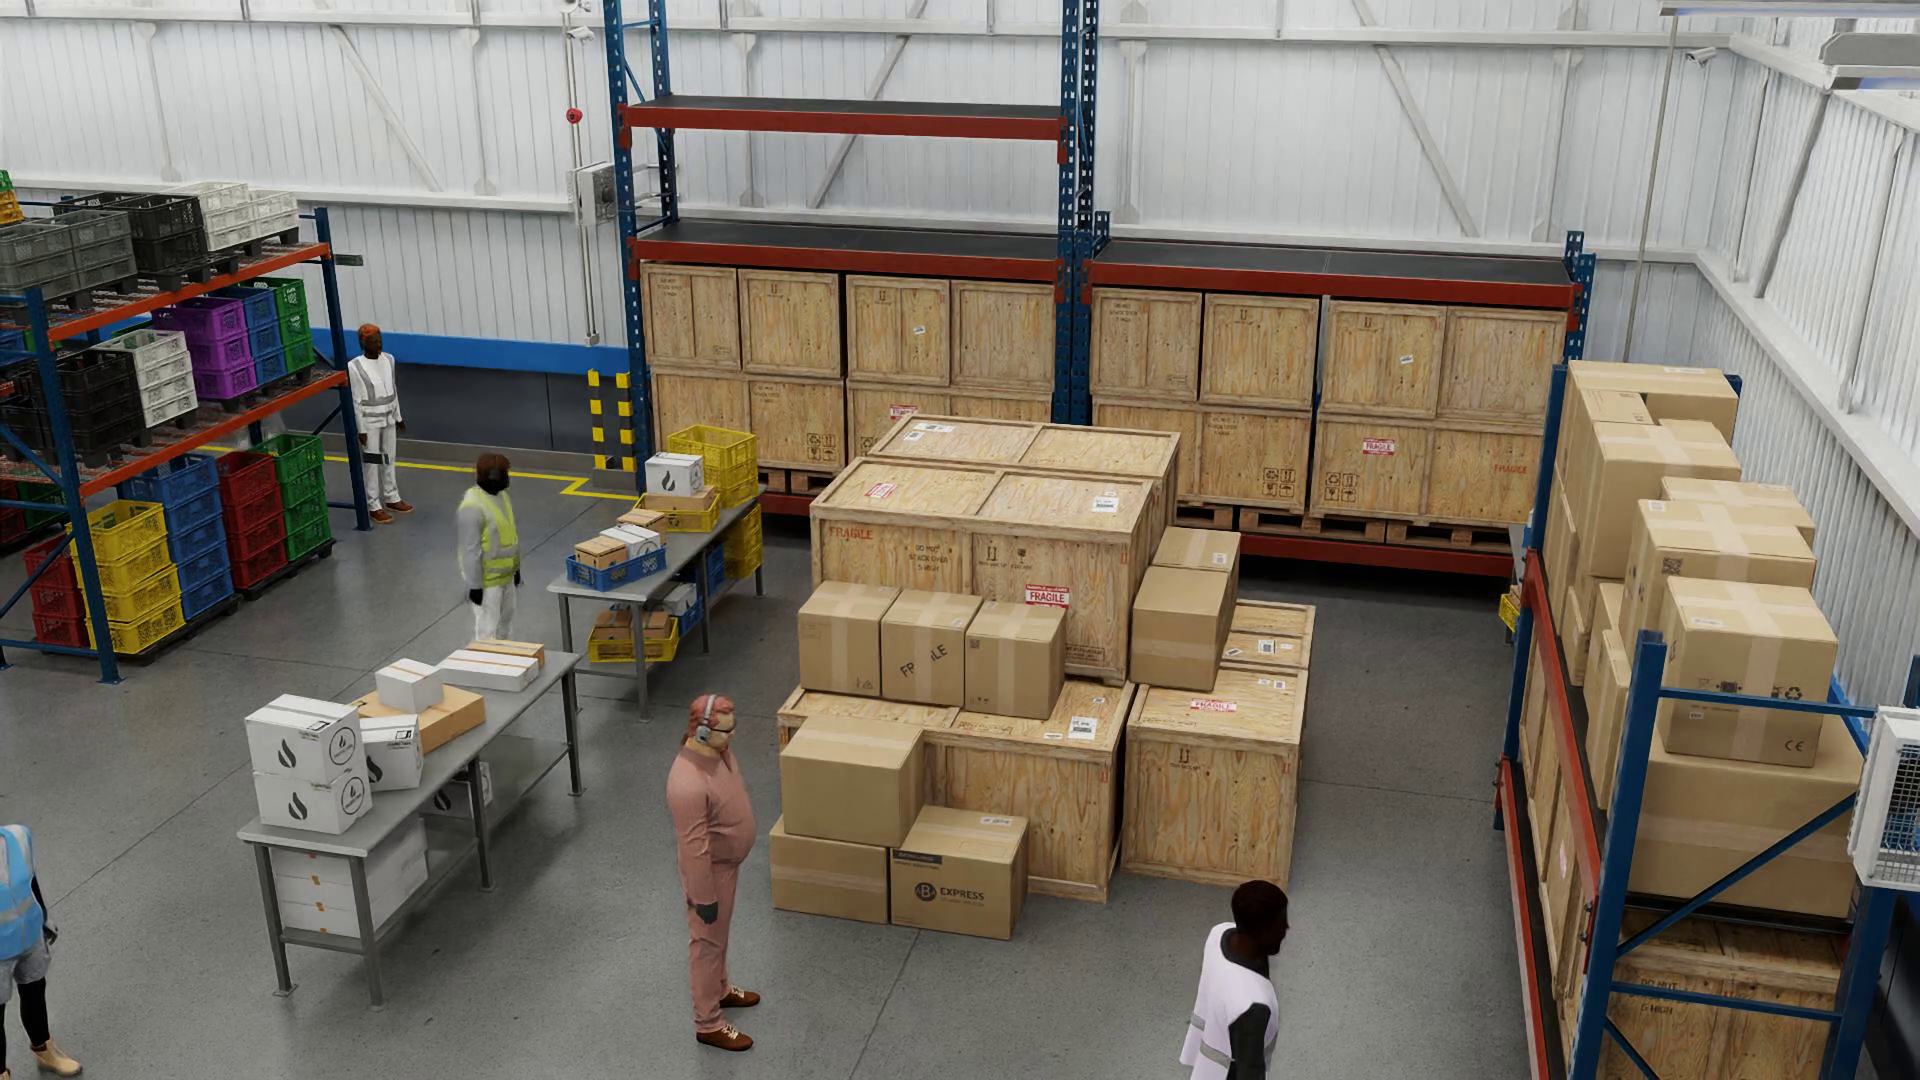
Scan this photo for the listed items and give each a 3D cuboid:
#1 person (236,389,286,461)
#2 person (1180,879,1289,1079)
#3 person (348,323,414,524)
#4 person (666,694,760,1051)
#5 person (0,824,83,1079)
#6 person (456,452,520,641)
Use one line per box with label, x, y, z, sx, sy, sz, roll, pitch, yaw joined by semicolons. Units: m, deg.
person;-6.948;-1.403;16.399;0.655;1.907;0.533;19;28;40
person;1.115;2.242;6.873;0.389;1.910;0.585;-2;21;-4
person;-5.473;-1.108;15.664;0.356;1.883;0.573;10;23;24
person;-1.230;1.653;8.416;0.410;1.905;0.640;0;21;1
person;-4.579;1.932;7.968;0.316;1.695;0.542;8;22;20
person;-3.427;0.264;12.185;0.431;1.812;0.691;2;21;6
